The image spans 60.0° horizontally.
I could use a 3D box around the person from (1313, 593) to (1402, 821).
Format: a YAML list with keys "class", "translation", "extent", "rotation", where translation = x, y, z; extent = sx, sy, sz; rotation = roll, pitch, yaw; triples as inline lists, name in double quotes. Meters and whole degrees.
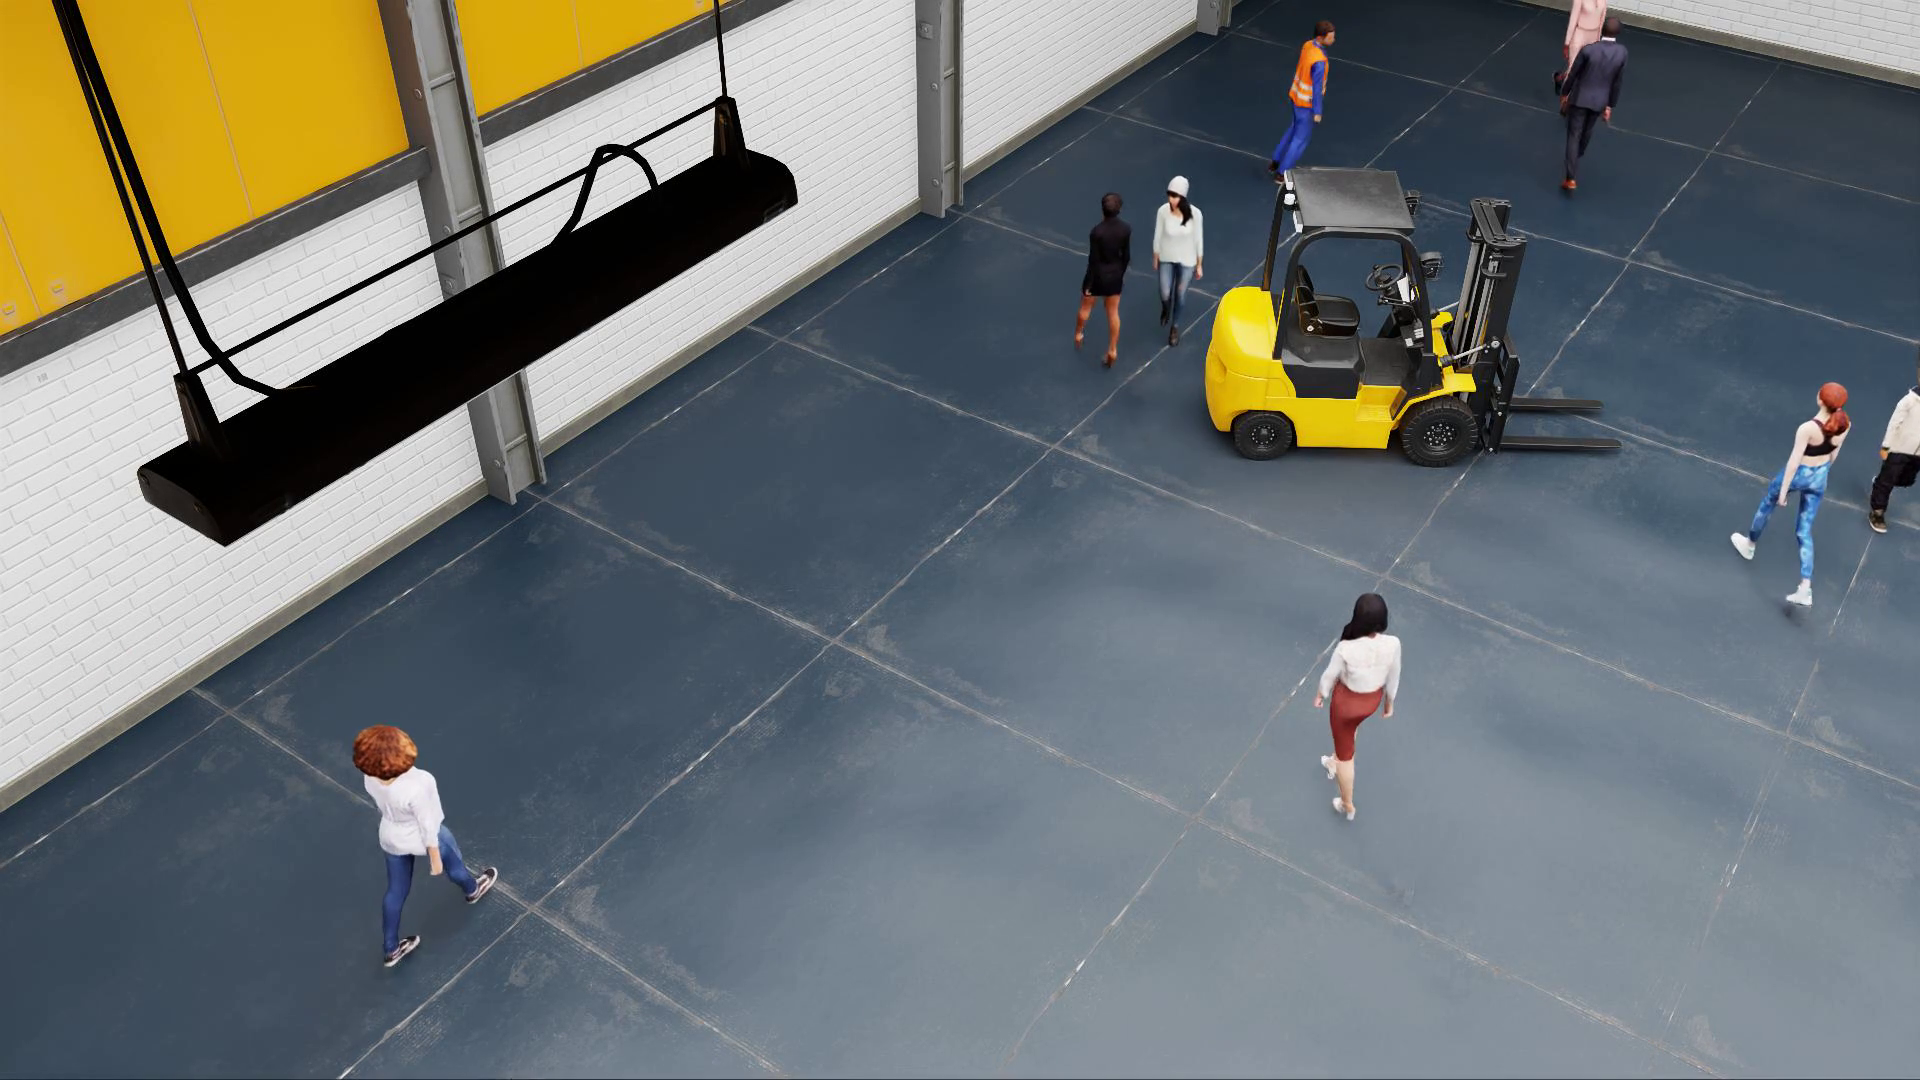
- class: "person"
  translation: [2.486, 1.106, 10.341]
  extent: [0.873, 1.729, 0.925]
  rotation: [-9, 39, -11]

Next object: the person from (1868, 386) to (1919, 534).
- class: "person"
  translation: [7.338, -0.761, 12.908]
  extent: [0.786, 1.443, 0.865]
  rotation: [1, 39, 1]

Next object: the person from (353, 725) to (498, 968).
- class: "person"
  translation: [-3.219, 1.765, 9.561]
  extent: [0.773, 1.673, 1.153]
  rotation: [17, 42, 20]

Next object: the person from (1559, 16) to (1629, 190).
- class: "person"
  translation: [6.548, -4.531, 17.345]
  extent: [1.102, 1.797, 1.270]
  rotation: [1, 39, 2]

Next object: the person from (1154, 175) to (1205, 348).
- class: "person"
  translation: [1.962, -2.565, 15.010]
  extent: [0.763, 1.639, 0.820]
  rotation: [3, 39, 4]

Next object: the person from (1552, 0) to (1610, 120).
- class: "person"
  translation: [6.989, -5.651, 18.819]
  extent: [0.973, 1.707, 0.995]
  rotation: [-10, 40, -13]

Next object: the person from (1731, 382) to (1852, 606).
- class: "person"
  translation: [6.179, -0.324, 12.120]
  extent: [1.064, 1.744, 1.235]
  rotation: [-1, 39, -1]

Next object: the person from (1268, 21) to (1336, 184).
- class: "person"
  translation: [3.548, -4.557, 17.359]
  extent: [0.956, 1.820, 0.867]
  rotation: [-12, 40, -14]

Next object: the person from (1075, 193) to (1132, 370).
- class: "person"
  translation: [1.319, -2.232, 14.613]
  extent: [0.898, 1.614, 0.930]
  rotation: [-15, 41, -17]
